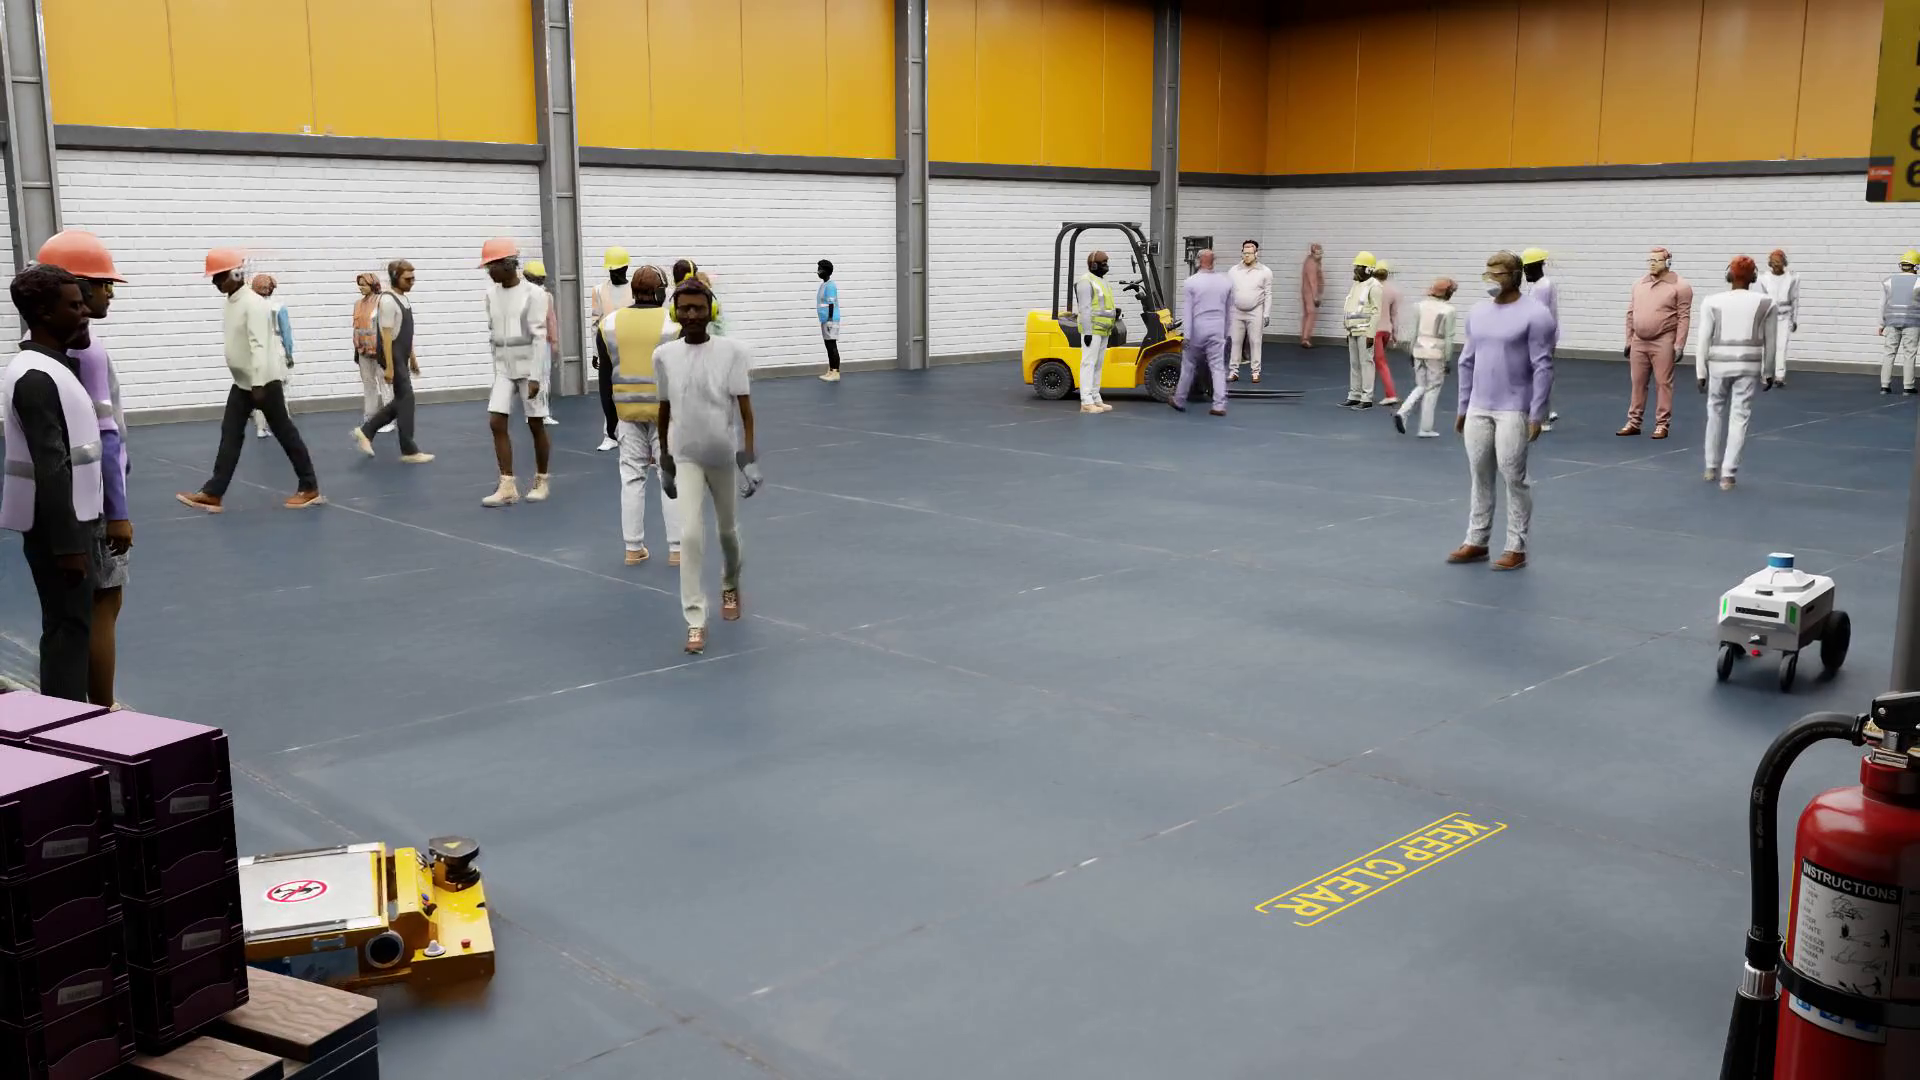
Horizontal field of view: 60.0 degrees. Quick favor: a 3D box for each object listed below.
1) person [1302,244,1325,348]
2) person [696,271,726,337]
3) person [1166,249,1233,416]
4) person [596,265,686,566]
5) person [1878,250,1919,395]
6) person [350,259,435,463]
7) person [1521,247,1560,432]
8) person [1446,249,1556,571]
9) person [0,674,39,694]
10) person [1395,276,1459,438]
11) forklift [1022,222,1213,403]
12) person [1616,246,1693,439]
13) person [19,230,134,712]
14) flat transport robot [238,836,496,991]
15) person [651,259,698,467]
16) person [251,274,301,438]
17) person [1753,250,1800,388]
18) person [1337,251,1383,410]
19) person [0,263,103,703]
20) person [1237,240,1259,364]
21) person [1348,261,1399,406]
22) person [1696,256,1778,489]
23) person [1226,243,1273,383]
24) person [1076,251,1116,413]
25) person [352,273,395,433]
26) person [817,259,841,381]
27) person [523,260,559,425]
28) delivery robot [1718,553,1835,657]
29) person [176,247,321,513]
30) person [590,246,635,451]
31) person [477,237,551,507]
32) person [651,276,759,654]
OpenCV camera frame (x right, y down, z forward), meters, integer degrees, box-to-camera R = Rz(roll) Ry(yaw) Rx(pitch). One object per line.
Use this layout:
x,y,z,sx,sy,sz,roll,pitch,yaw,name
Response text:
6.375,-4.396,30.014,0.397,1.867,0.783,2,11,9,person
-2.877,-2.193,18.643,0.518,1.615,0.371,6,12,29,person
2.740,-2.352,18.878,0.659,1.856,0.954,-3,11,-17,person
-1.884,-0.756,10.212,0.633,1.842,0.429,2,11,9,person
11.986,-2.751,21.111,0.404,1.831,0.601,-10,14,-43,person
-5.080,-1.574,14.747,0.677,1.819,0.518,-1,10,-7,person
5.932,-2.056,17.134,0.453,1.897,0.624,3,11,15,person
3.285,-0.785,10.105,0.353,1.937,0.635,-7,12,-33,person
-3.562,0.060,5.798,0.541,1.839,0.749,9,14,40,person
4.668,-1.811,16.559,0.490,1.615,0.553,-6,12,-29,person
1.935,-2.847,20.651,2.313,2.155,1.214,2,11,13,forklift
6.934,-1.967,16.635,0.402,1.911,0.638,-8,13,-37,person
-3.373,-0.171,6.479,0.615,2.039,0.391,9,14,41,person
-2.031,1.073,4.523,1.431,0.197,0.652,-4,11,-19,flat transport robot
-2.436,-1.561,14.702,0.579,1.833,0.780,7,13,34,person
-6.897,-1.826,16.596,0.513,1.640,0.309,1,10,7,person
10.898,-2.950,22.262,0.602,1.810,1.027,4,11,19,person
4.658,-2.426,19.329,0.403,1.837,0.590,-3,11,-15,person
-3.294,-0.042,6.102,0.392,1.922,0.588,-5,12,-26,person
4.531,-3.768,26.348,0.396,1.952,0.610,6,12,28,person
4.994,-2.480,19.976,0.522,1.707,0.931,-5,12,-27,person
6.294,-1.365,13.500,0.575,1.843,0.903,5,12,27,person
3.955,-3.115,22.895,0.638,1.909,0.408,4,11,20,person
1.570,-2.383,19.079,0.429,1.845,0.620,5,12,26,person
-6.039,-1.922,17.122,0.511,1.640,0.308,5,12,26,person
-1.836,-3.054,23.161,0.321,1.690,0.536,-3,11,-17,person
-4.534,-2.113,17.832,0.532,1.768,0.334,4,11,23,person
3.779,0.304,7.686,0.477,0.478,0.707,9,14,39,delivery robot
-5.229,-1.158,12.150,0.711,1.917,1.039,10,14,43,person
-3.180,-1.784,15.612,0.585,1.917,0.382,1,10,5,person
-3.359,-1.242,12.442,0.605,1.996,0.765,4,11,20,person
-1.267,-0.413,8.396,0.537,1.835,0.950,0,10,-2,person
